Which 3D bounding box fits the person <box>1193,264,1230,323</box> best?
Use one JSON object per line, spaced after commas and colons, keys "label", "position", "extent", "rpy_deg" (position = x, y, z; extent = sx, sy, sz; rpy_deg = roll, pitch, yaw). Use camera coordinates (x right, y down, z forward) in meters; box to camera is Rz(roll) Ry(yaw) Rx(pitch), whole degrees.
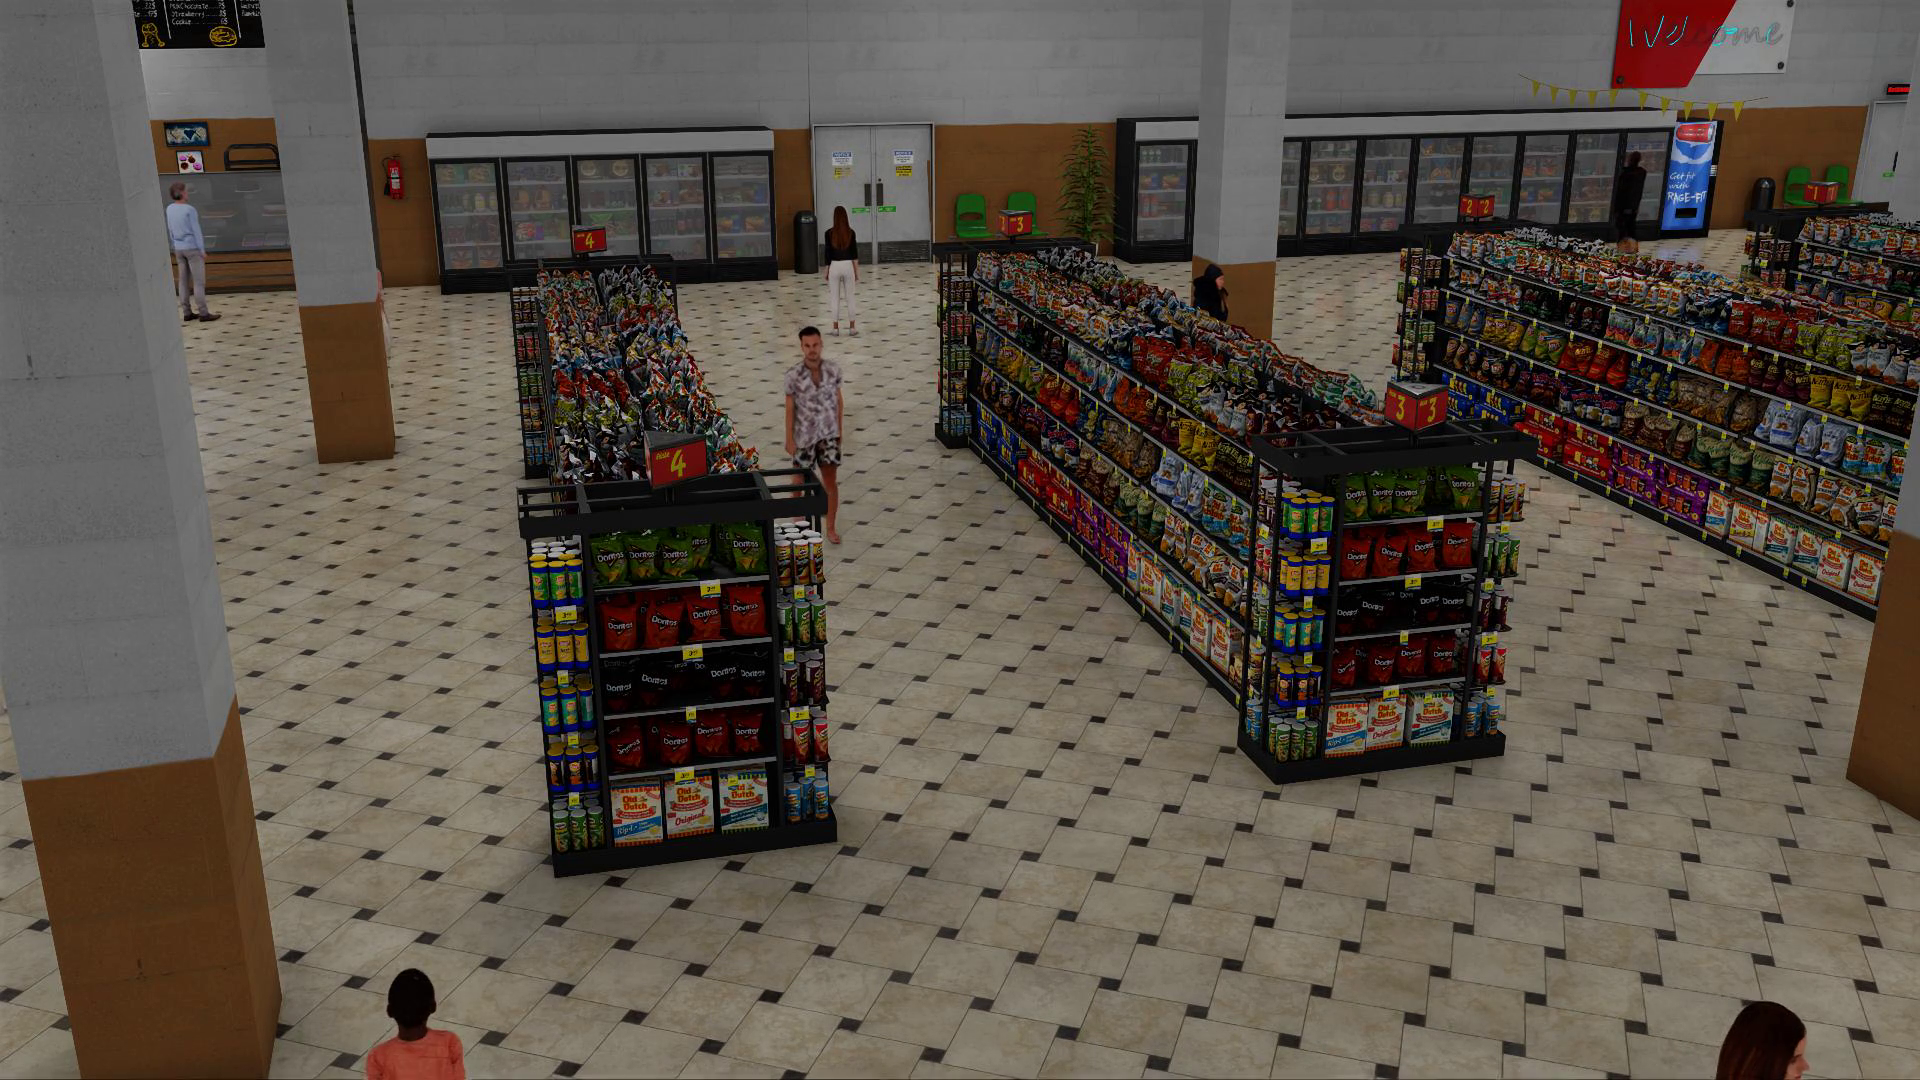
{"label": "person", "position": [2.623, -2.101, 17.683], "extent": [0.847, 1.675, 0.785], "rpy_deg": [10, 21, 27]}

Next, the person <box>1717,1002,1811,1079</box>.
{"label": "person", "position": [2.301, 2.146, 5.003], "extent": [0.699, 1.728, 0.645], "rpy_deg": [11, 22, 30]}

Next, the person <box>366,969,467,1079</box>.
{"label": "person", "position": [-1.856, 2.127, 5.763], "extent": [0.599, 1.279, 0.915], "rpy_deg": [-9, 21, -25]}

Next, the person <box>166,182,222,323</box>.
{"label": "person", "position": [-10.611, -3.961, 22.858], "extent": [0.755, 1.893, 0.782], "rpy_deg": [7, 20, 21]}

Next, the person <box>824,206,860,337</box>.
{"label": "person", "position": [-1.562, -3.549, 21.929], "extent": [0.642, 1.704, 0.584], "rpy_deg": [-1, 19, -3]}

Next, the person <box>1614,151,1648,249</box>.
{"label": "person", "position": [11.157, -5.571, 27.738], "extent": [0.752, 1.825, 0.692], "rpy_deg": [-10, 21, -27]}

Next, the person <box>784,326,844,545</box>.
{"label": "person", "position": [-1.251, -0.917, 13.983], "extent": [0.704, 1.794, 1.133], "rpy_deg": [-6, 19, -16]}
